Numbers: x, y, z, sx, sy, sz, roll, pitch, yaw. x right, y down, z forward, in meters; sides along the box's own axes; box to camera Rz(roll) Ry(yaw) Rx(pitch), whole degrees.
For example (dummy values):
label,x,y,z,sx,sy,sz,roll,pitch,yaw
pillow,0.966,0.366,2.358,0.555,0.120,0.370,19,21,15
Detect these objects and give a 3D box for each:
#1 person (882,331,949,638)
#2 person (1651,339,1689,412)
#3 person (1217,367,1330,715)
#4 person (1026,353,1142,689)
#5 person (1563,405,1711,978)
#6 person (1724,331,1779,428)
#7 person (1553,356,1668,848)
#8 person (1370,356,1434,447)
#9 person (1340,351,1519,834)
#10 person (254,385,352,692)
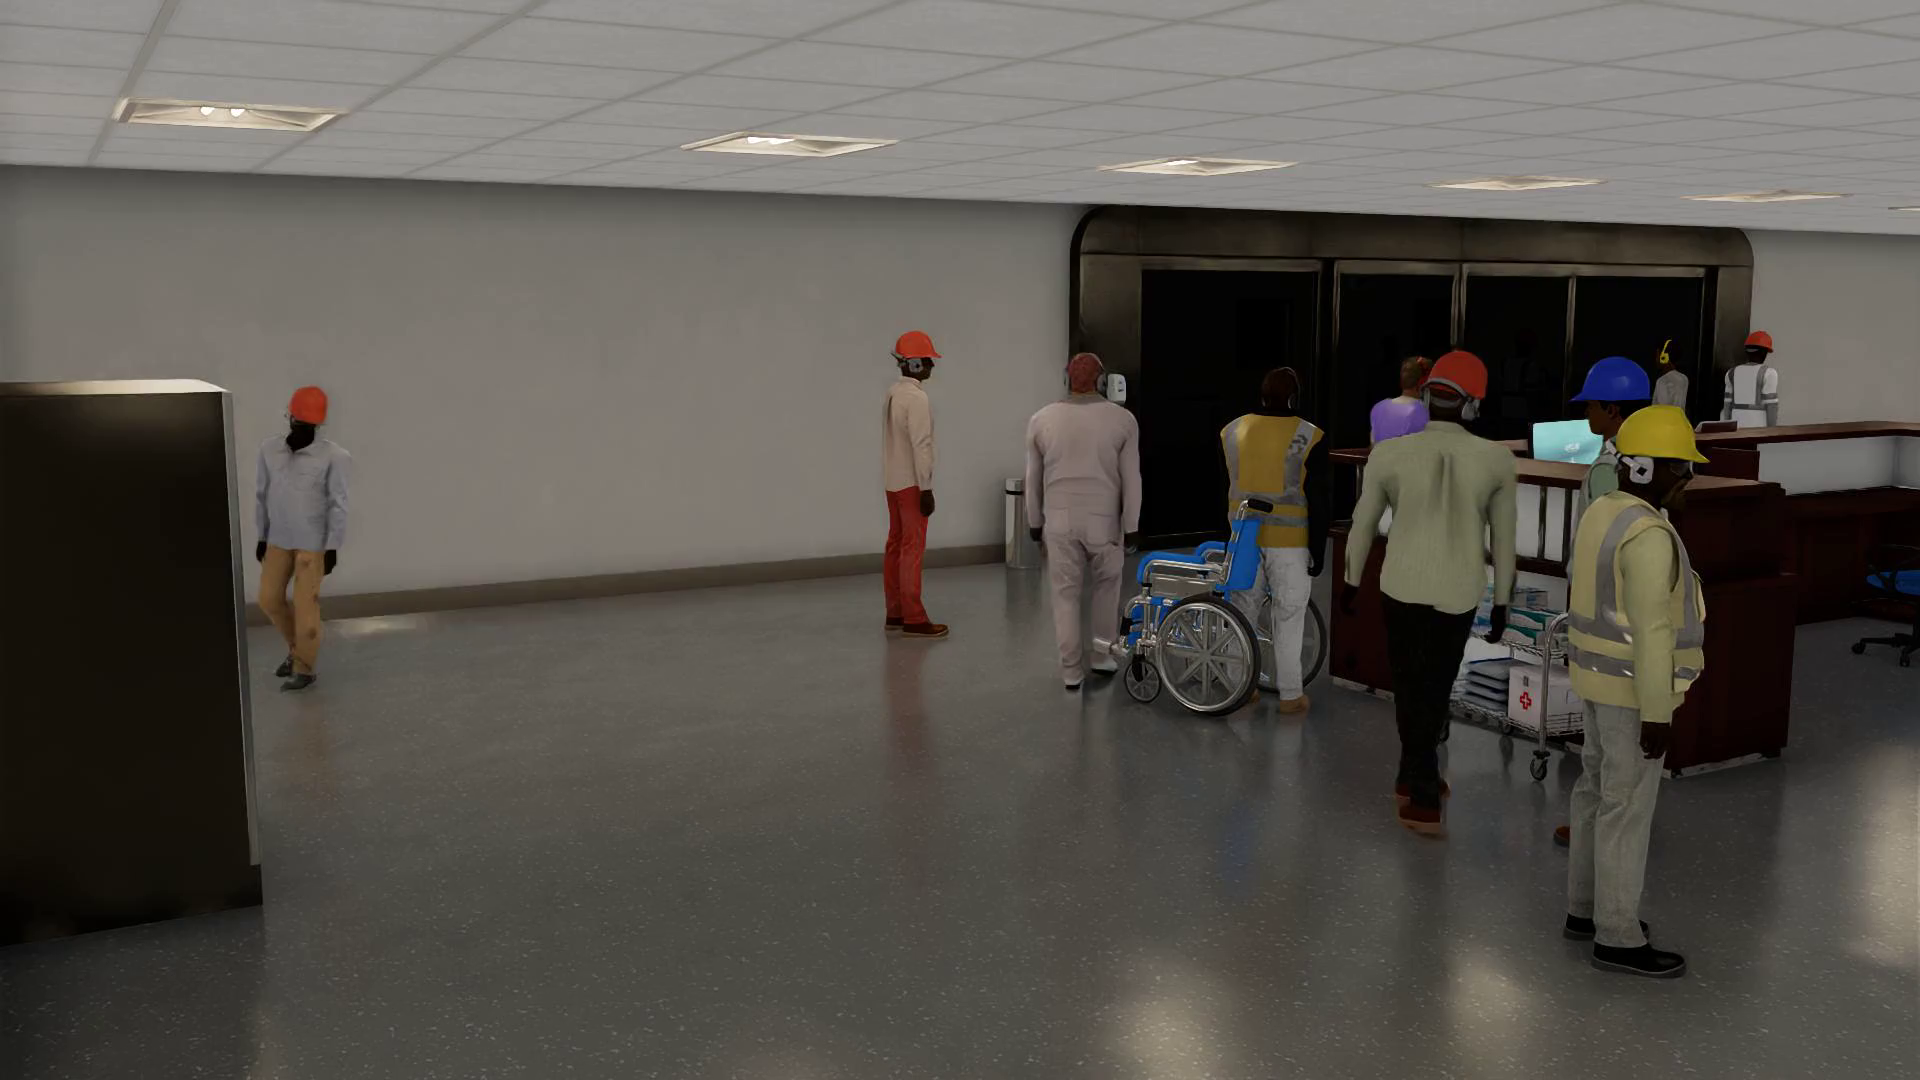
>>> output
label,x,y,z,sx,sy,sz,roll,pitch,yaw
person,-0.307,-0.360,10.886,0.402,1.984,0.613,-3,8,-21
person,6.408,-0.891,15.145,0.329,1.872,0.508,8,11,44
person,1.662,0.006,8.792,0.624,1.838,0.430,5,10,34
person,0.711,-0.121,9.491,0.673,1.882,0.708,2,8,11
person,2.187,0.476,5.396,0.404,1.827,0.600,1,8,4
person,7.734,-1.071,16.231,0.376,1.930,0.542,-5,9,-30
person,2.575,0.255,6.560,0.406,1.946,0.608,6,10,36
person,2.869,-0.276,10.802,0.469,1.834,0.587,-6,10,-35
person,1.929,0.208,6.860,0.680,1.956,0.687,1,8,6
person,-3.694,-0.011,9.338,0.589,1.716,0.405,2,8,12
